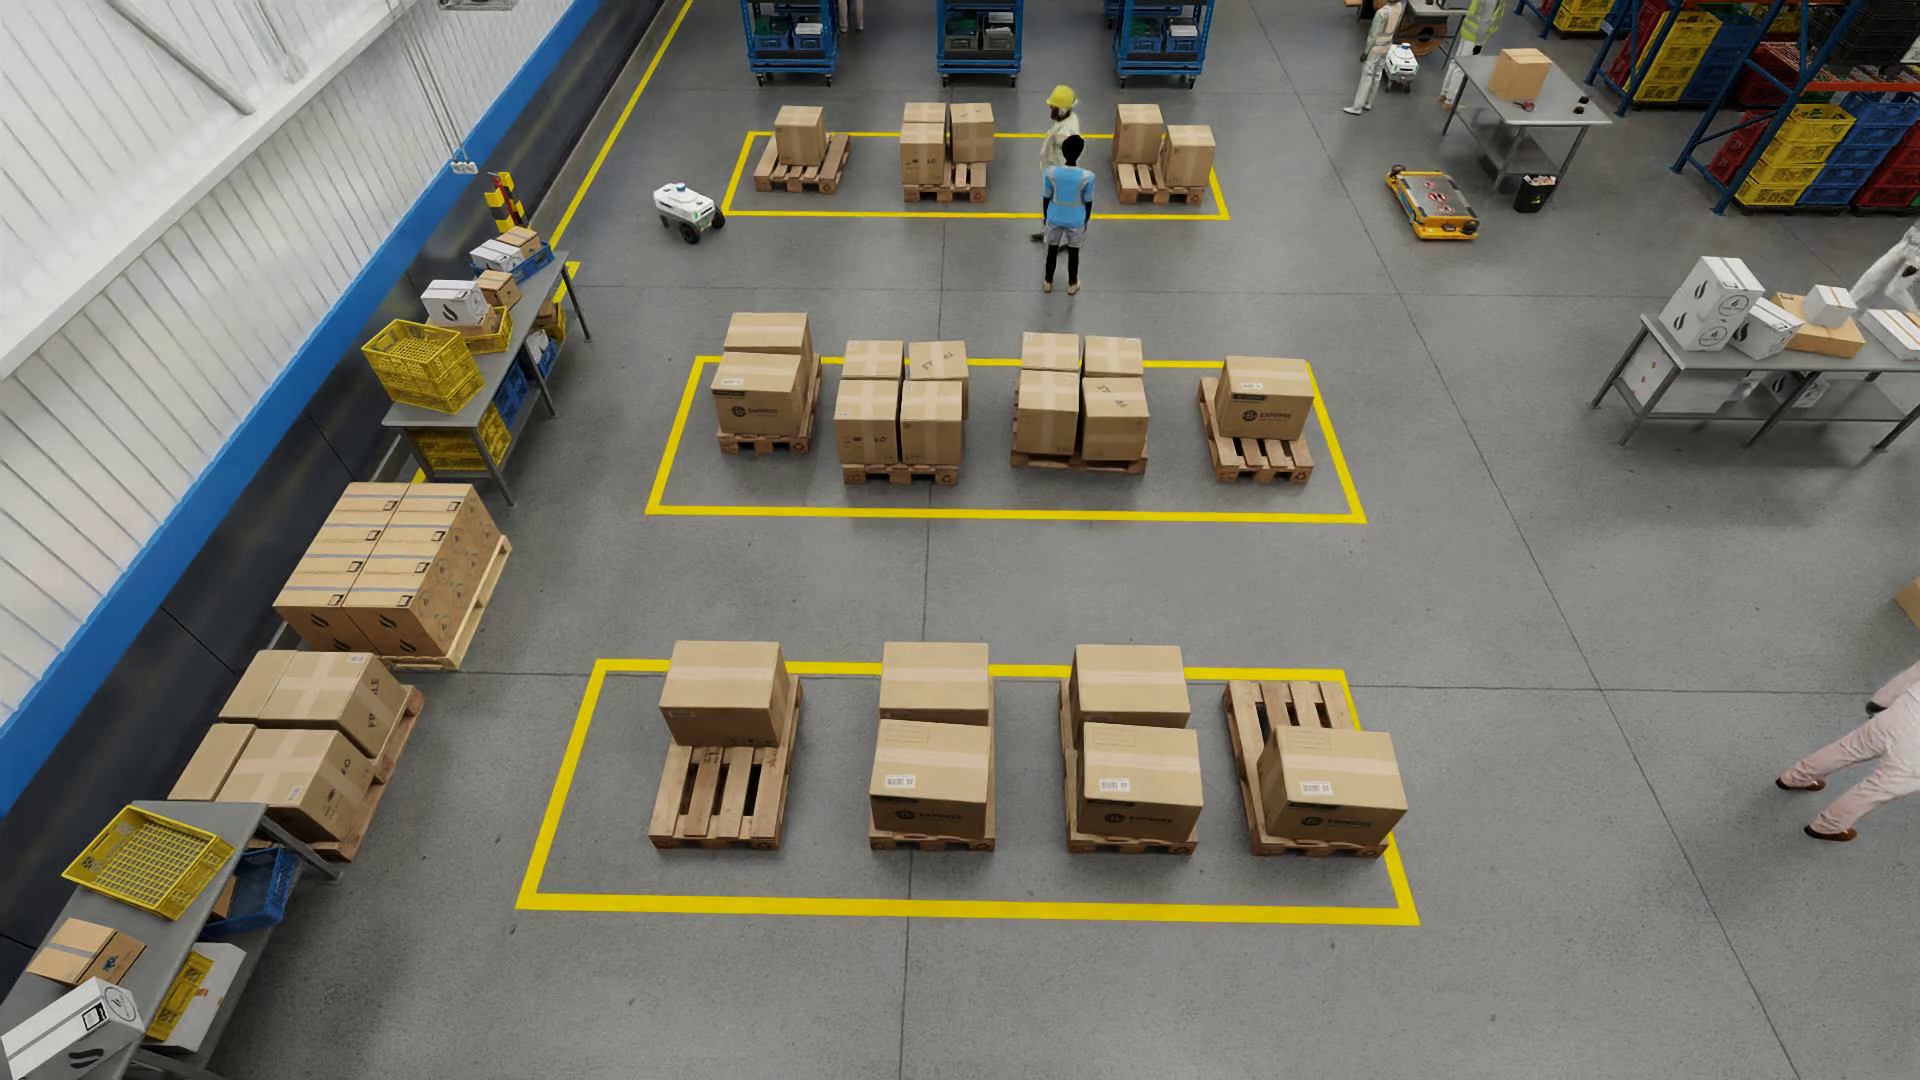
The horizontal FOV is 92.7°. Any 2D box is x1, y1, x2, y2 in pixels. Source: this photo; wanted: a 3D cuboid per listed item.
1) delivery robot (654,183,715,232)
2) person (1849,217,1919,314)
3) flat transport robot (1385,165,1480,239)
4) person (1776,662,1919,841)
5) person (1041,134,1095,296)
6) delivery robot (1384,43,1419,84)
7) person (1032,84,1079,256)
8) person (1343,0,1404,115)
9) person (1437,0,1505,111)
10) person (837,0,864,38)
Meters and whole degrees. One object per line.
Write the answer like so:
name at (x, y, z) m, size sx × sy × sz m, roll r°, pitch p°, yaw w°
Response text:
delivery robot at (-3.197, -3.893, 10.634) m, size 0.707 × 0.478 × 0.477 m, roll 26°, pitch 54°, yaw 21°
person at (9.372, -2.807, 8.902) m, size 0.797 × 1.862 × 0.576 m, roll 9°, pitch 50°, yaw 8°
flat transport robot at (5.692, -4.094, 11.059) m, size 0.652 × 0.197 × 1.431 m, roll 1°, pitch 49°, yaw 1°
person at (5.721, 1.172, 5.435) m, size 0.396 × 1.899 × 0.656 m, roll 2°, pitch 49°, yaw 2°
person at (1.092, -3.315, 9.447) m, size 0.537 × 1.695 × 0.320 m, roll 11°, pitch 50°, yaw 10°
delivery robot at (6.372, -6.919, 13.258) m, size 0.477 × 0.478 × 0.707 m, roll 4°, pitch 49°, yaw 4°
person at (1.053, -4.007, 9.961) m, size 0.407 × 1.831 × 0.607 m, roll 9°, pitch 50°, yaw 8°
person at (5.601, -6.588, 12.319) m, size 0.513 × 1.638 × 0.313 m, roll -29°, pitch 55°, yaw -23°
person at (6.970, -6.797, 12.372) m, size 0.430 × 1.838 × 0.619 m, roll 8°, pitch 50°, yaw 7°
person at (-1.719, -8.801, 14.013) m, size 0.625 × 1.980 × 0.410 m, roll -19°, pitch 52°, yaw -16°
